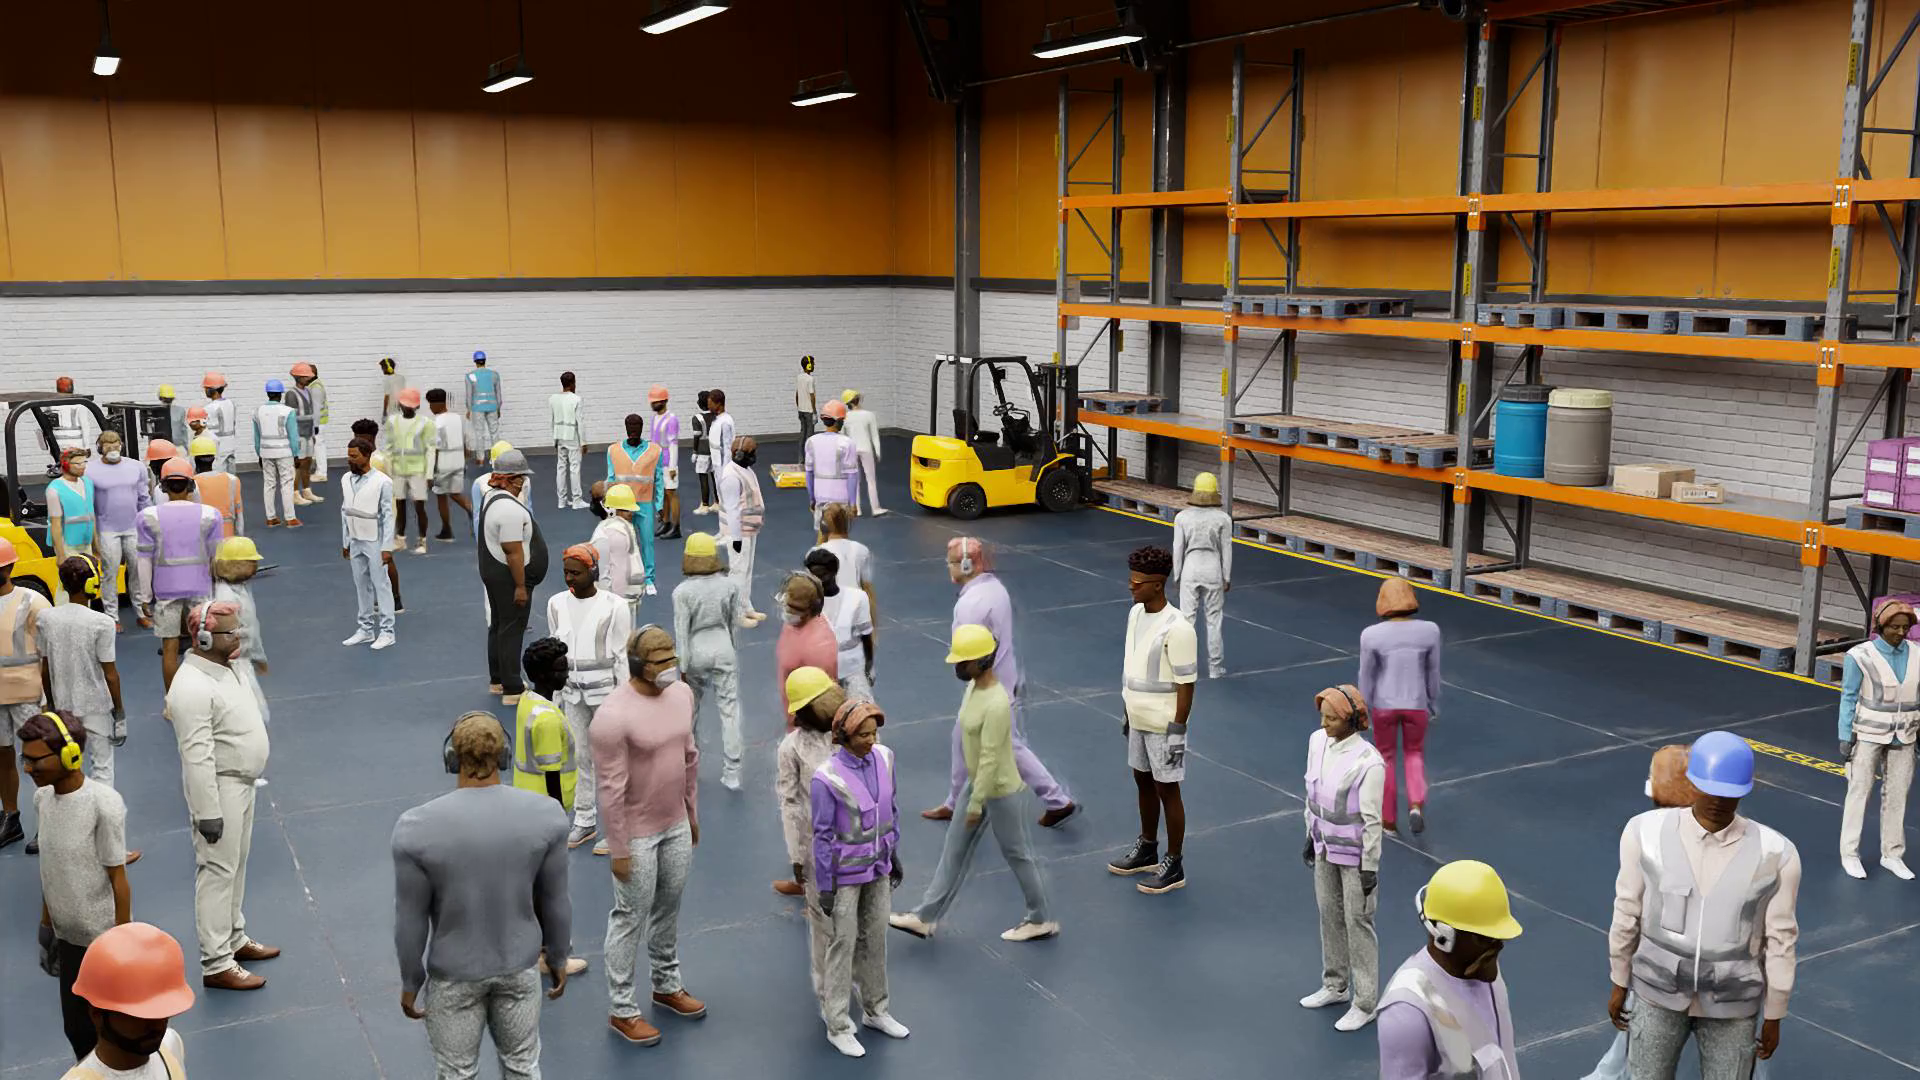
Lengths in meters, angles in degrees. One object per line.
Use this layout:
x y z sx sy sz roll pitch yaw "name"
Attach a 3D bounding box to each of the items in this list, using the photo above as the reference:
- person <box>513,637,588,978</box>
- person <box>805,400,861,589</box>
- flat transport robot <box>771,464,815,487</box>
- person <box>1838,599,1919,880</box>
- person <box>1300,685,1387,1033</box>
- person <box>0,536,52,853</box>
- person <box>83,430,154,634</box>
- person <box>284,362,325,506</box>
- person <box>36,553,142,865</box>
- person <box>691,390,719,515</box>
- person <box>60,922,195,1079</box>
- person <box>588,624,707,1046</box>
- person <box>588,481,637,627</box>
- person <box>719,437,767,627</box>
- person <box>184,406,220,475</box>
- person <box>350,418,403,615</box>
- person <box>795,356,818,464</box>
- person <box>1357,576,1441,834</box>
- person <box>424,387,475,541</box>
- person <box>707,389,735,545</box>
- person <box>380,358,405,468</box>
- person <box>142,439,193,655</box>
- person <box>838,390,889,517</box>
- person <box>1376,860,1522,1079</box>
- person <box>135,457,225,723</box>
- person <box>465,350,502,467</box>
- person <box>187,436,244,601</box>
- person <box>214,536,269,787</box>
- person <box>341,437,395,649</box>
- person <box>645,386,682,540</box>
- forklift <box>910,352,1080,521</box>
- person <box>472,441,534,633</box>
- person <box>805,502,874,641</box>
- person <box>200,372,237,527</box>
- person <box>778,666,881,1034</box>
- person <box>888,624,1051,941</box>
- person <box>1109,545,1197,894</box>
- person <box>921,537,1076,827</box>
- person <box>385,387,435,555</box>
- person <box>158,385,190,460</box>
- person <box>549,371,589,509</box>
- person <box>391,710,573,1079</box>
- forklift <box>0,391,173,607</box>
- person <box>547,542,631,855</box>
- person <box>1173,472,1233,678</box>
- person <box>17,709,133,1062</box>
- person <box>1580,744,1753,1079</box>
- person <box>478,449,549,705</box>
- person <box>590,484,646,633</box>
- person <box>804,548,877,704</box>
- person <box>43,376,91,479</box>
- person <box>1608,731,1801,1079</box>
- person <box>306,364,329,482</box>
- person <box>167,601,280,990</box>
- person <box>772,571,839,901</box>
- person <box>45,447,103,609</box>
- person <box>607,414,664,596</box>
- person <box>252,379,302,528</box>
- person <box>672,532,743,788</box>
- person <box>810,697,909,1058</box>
-2.057 1.313 8.285 0.318 1.698 0.539 -5 11 -24 "person"
-1.323 -0.447 17.430 0.609 2.043 0.397 5 11 27 "person"
-2.565 -1.016 25.798 0.652 0.197 1.431 -2 10 -10 "flat transport robot"
5.271 1.134 9.513 0.528 1.630 0.319 -1 10 -3 "person"
1.773 1.454 7.689 0.323 1.630 0.505 -4 11 -22 "person"
-5.653 0.917 9.888 0.550 1.933 0.374 1 10 6 "person"
-7.930 -0.080 15.658 0.374 1.929 0.636 10 14 44 "person"
-9.285 -1.503 23.553 0.413 2.034 0.614 1 10 6 "person"
-5.058 1.003 9.623 0.510 1.861 0.324 2 10 9 "person"
-3.456 -1.192 22.708 0.318 1.700 0.535 7 12 35 "person"
-2.072 1.898 4.245 0.376 1.933 0.545 0 10 0 "person"
-1.416 1.321 7.593 0.372 1.931 0.631 6 11 30 "person"
-2.687 0.458 12.844 0.430 1.838 0.656 -2 10 -10 "person"
-2.084 -0.079 15.936 0.429 1.831 0.635 1 10 6 "person"
-9.099 -0.743 19.991 0.567 1.743 0.354 9 13 41 "person"
-5.792 -0.236 16.503 0.392 1.953 0.614 -4 11 -22 "person"
-2.512 -2.112 27.514 0.316 1.870 0.532 -7 12 -37 "person"
2.684 1.027 10.146 0.517 1.614 0.413 0 10 1 "person"
-6.243 -0.914 20.437 0.666 1.927 0.624 6 12 31 "person"
-2.897 -0.892 20.373 0.395 1.913 0.587 -3 10 -18 "person"
-9.307 -2.105 27.591 0.315 1.839 0.672 4 10 20 "person"
-7.024 0.063 14.825 0.388 1.930 0.544 0 10 -3 "person"
-1.337 -1.173 22.529 0.646 1.720 0.441 -1 10 -4 "person"
1.457 1.826 4.955 0.404 1.828 0.602 8 13 38 "person"
-5.938 0.378 12.728 0.612 2.031 0.403 -6 11 -29 "person"
-7.952 -2.190 27.769 0.603 1.937 0.410 -6 12 -31 "person"
-6.777 0.024 15.050 0.382 1.924 0.594 7 12 37 "person"
-4.766 0.827 11.017 0.383 1.726 0.493 -3 10 -15 "person"
-5.367 0.021 15.096 0.591 1.919 0.390 5 11 26 "person"
-3.717 -0.966 20.760 0.403 1.928 0.544 -8 13 -39 "person"
0.460 -1.461 22.833 2.313 2.155 1.214 -5 11 -28 "forklift"
-4.236 -0.012 15.525 0.589 1.834 0.403 -8 13 -39 "person"
-0.909 0.615 12.059 0.502 1.794 0.982 -7 12 -36 "person"
-9.529 -1.140 21.406 0.365 2.048 0.608 1 10 3 "person"
-0.555 1.419 7.678 0.529 1.696 0.384 -3 10 -19 "person"
0.067 1.266 8.496 0.899 1.709 0.535 -3 10 -15 "person"
1.088 0.995 9.347 0.363 1.963 0.612 -4 11 -23 "person"
0.260 0.892 10.310 0.950 1.853 0.648 1 10 8 "person"
-6.577 -0.804 19.664 0.829 1.996 0.382 3 10 16 "person"
-11.024 -1.287 23.143 0.419 1.747 0.612 9 13 41 "person"
-5.463 -1.392 23.231 0.594 1.919 0.388 5 11 27 "person"
-1.739 1.577 6.119 0.637 1.929 0.368 -5 11 -26 "person"
-9.026 -0.363 16.508 1.214 2.155 2.313 6 11 29 "forklift"
-2.207 0.941 9.937 0.568 1.878 0.351 4 11 21 "person"
2.047 0.295 14.026 0.492 1.740 0.324 3 10 14 "person"
-3.386 1.556 6.447 0.532 1.856 0.330 5 11 28 "person"
2.937 1.615 6.863 0.856 1.588 0.518 2 10 13 "person"
-3.557 0.274 13.287 0.536 2.000 0.684 -6 11 -30 "person"
-2.620 0.470 12.802 0.403 1.820 0.602 1 10 6 "person"
-0.814 0.869 10.926 0.570 1.673 0.376 -2 10 -11 "person"
-12.178 -1.290 22.735 0.574 1.886 0.358 0 10 -3 "person"
2.622 1.607 5.916 0.606 1.940 0.420 5 11 26 "person"
-10.097 -1.832 26.013 0.429 1.836 0.627 -4 11 -23 "person"
-3.593 1.232 8.157 0.407 1.906 0.655 -2 10 -10 "person"
-0.795 1.090 8.993 0.384 1.907 0.710 -2 10 -13 "person"
-8.051 0.068 15.087 0.400 1.835 0.562 1 10 3 "person"
-3.380 -0.370 17.362 0.589 1.914 0.392 -1 10 -8 "person"
-8.846 -1.114 21.577 0.605 1.939 0.415 2 10 10 "person"
-1.722 0.792 11.280 0.487 1.697 0.903 -5 11 -27 "person"
-0.463 1.493 7.447 0.324 1.631 0.523 8 13 38 "person"
